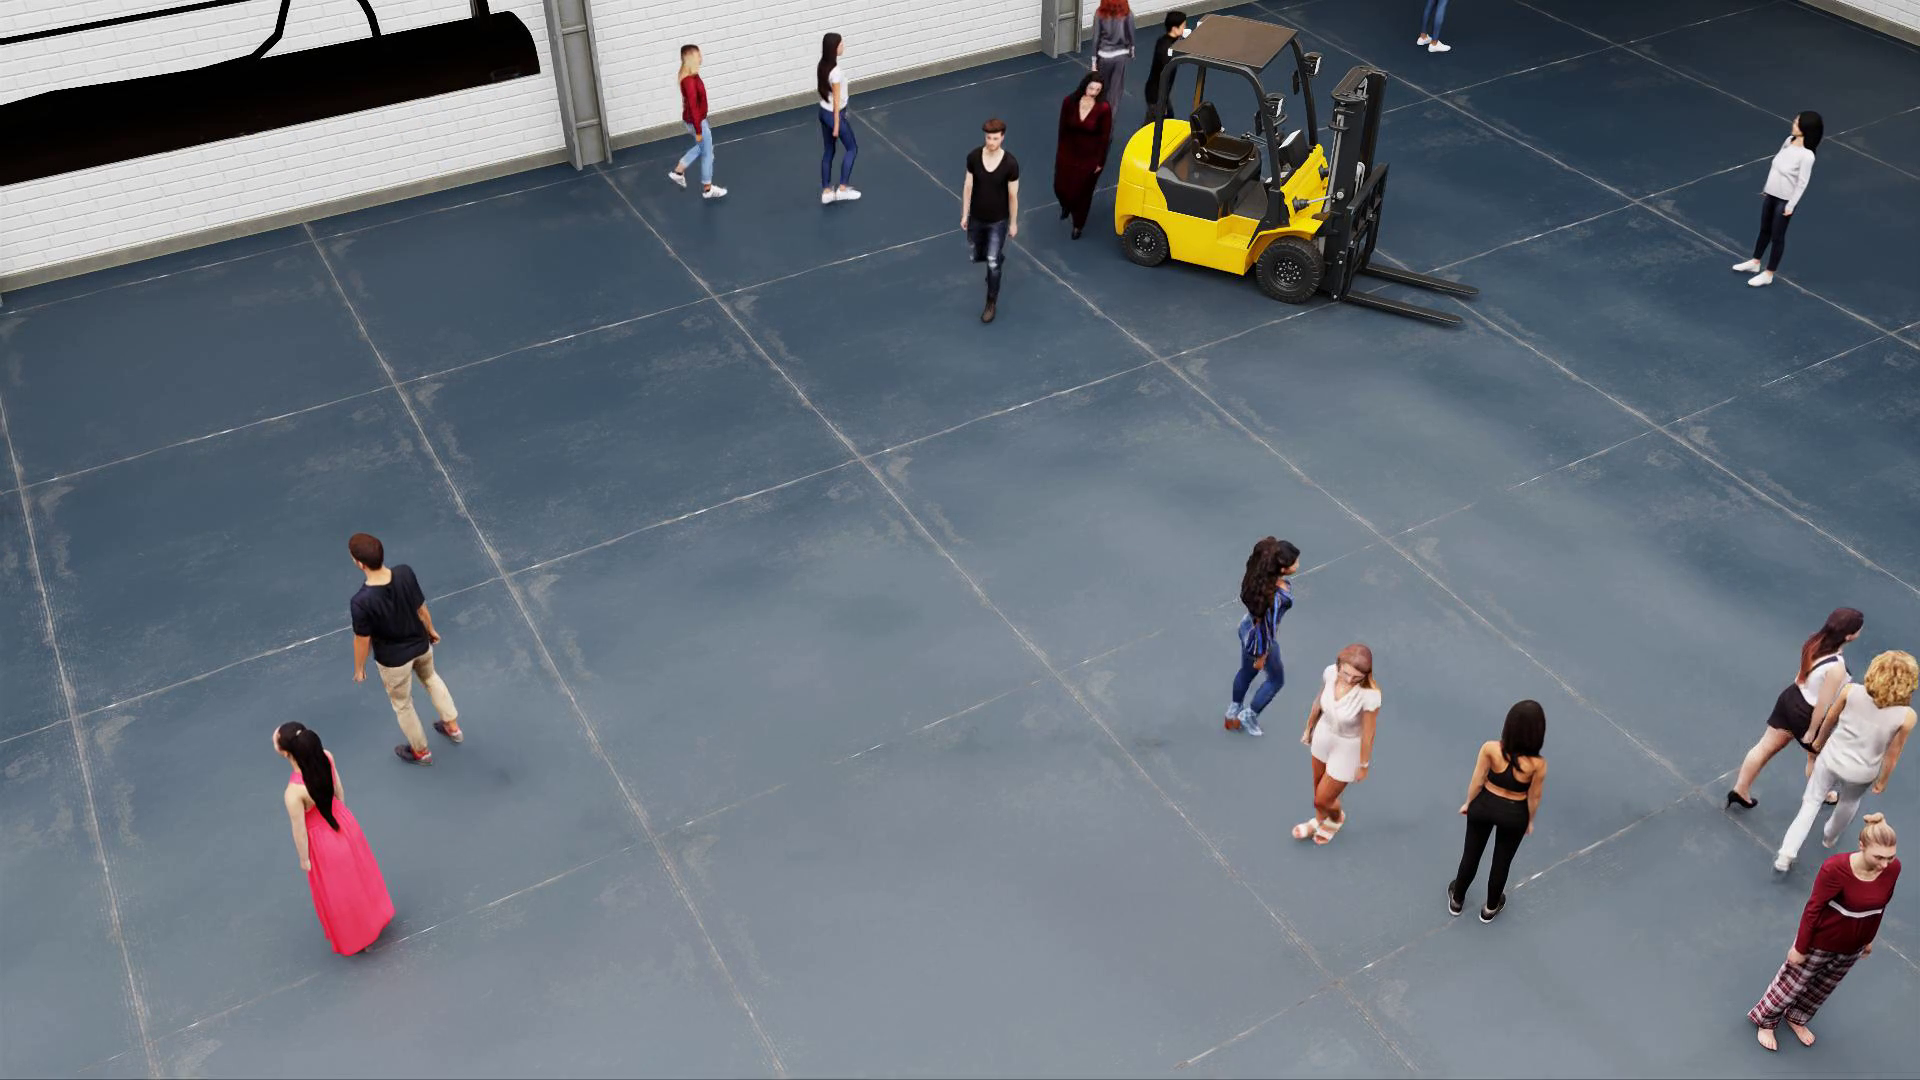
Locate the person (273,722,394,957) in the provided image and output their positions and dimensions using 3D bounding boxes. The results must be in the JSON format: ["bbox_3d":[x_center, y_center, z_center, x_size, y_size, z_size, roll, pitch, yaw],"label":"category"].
[{"bbox_3d":[-3.520,1.668,9.296,0.765,1.725,0.710,9,39,11],"label":"person"}]

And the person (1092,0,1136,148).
[{"bbox_3d":[1.627,-5.033,17.682,1.106,1.730,1.091,5,39,6],"label":"person"}]

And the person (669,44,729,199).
[{"bbox_3d":[-2.714,-4.192,16.719,0.851,1.618,0.697,-11,40,-14],"label":"person"}]

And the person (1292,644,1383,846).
[{"bbox_3d":[2.327,1.208,9.909,0.595,1.678,0.622,-19,43,-23],"label":"person"}]

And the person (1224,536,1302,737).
[{"bbox_3d":[1.851,0.637,10.680,0.715,1.609,0.718,-4,39,-5],"label":"person"}]

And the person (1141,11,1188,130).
[{"bbox_3d":[2.003,-4.647,17.232,1.054,1.689,0.941,2,39,3],"label":"person"}]

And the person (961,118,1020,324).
[{"bbox_3d":[0.289,-2.928,14.927,1.010,1.880,1.109,14,41,17],"label":"person"}]

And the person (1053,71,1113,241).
[{"bbox_3d":[1.212,-3.745,16.071,0.844,1.728,0.899,15,41,18],"label":"person"}]

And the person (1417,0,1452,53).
[{"bbox_3d":[5.750,-6.713,19.783,0.580,1.734,0.646,-13,40,-16],"label":"person"}]

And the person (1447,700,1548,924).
[{"bbox_3d":[3.074,1.565,9.495,0.645,1.637,0.675,16,41,19],"label":"person"}]

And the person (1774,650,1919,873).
[{"bbox_3d":[5.186,1.334,9.779,0.818,1.644,1.075,28,46,30],"label":"person"}]

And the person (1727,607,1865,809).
[{"bbox_3d":[5.053,1.070,10.127,1.039,1.622,0.827,-3,39,-3],"label":"person"}]

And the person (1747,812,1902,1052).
[{"bbox_3d":[4.615,2.090,8.789,0.574,1.699,0.745,-5,39,-7],"label":"person"}]

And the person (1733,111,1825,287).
[{"bbox_3d":[7.623,-3.175,15.379,0.669,1.701,0.685,-5,39,-6],"label":"person"}]

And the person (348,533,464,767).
[{"bbox_3d":[-3.447,0.716,10.388,0.851,1.850,0.705,23,44,26],"label":"person"}]

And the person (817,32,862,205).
[{"bbox_3d":[-1.346,-4.173,16.583,0.647,1.758,0.585,-18,42,-21],"label":"person"}]
